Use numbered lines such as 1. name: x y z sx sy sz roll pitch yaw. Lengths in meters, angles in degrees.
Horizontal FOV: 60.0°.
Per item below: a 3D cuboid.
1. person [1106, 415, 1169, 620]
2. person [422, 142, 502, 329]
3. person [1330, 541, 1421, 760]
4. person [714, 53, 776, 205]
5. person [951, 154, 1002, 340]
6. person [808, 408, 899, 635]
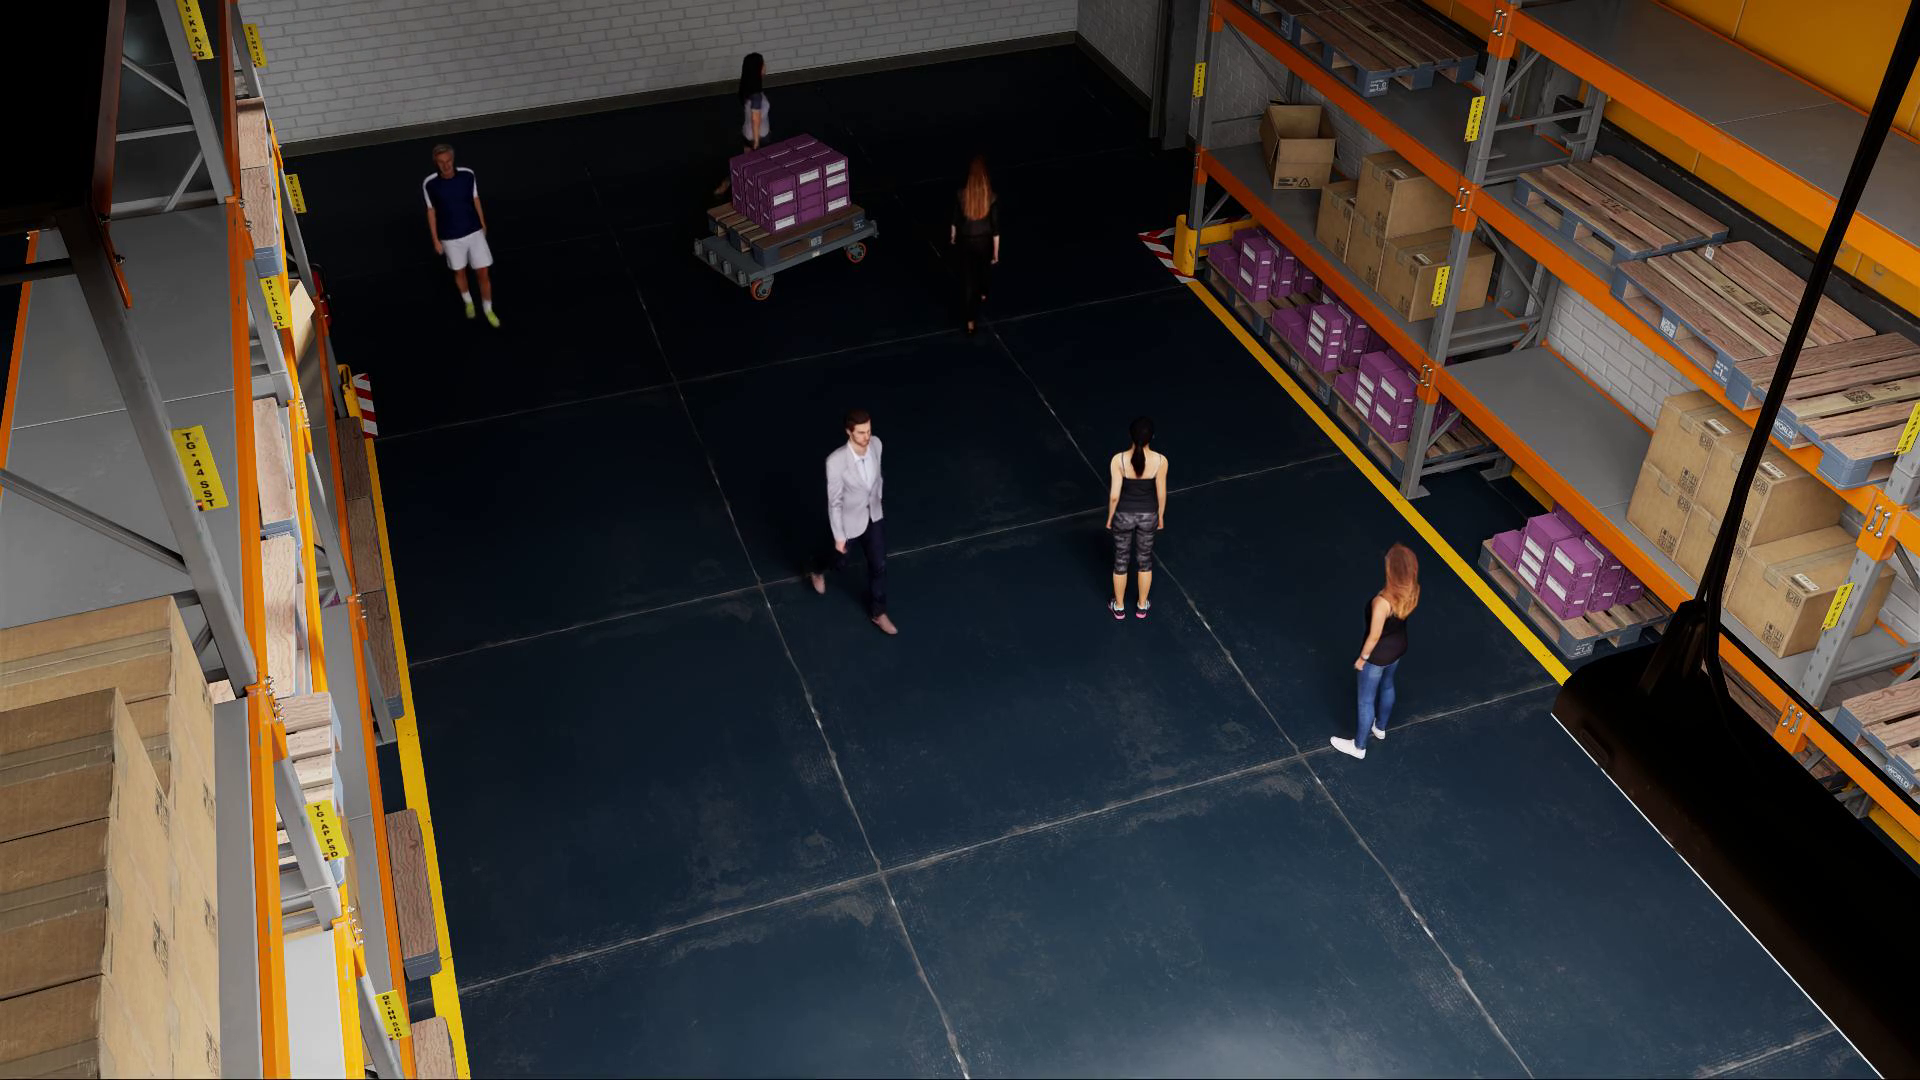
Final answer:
1. person: 1.258 -0.155 11.970 0.643 1.729 0.639 0 39 0
2. person: -4.613 -2.862 15.289 0.709 1.816 0.851 -16 41 -20
3. person: 2.768 0.717 10.881 0.666 1.723 0.668 32 48 34
4. person: -2.160 -4.121 16.977 0.665 1.676 1.001 -14 41 -17
5. person: 0.119 -2.625 15.107 0.931 1.673 1.184 3 39 3
6. person: -0.802 -0.187 11.930 0.939 1.827 1.220 -27 46 -30
